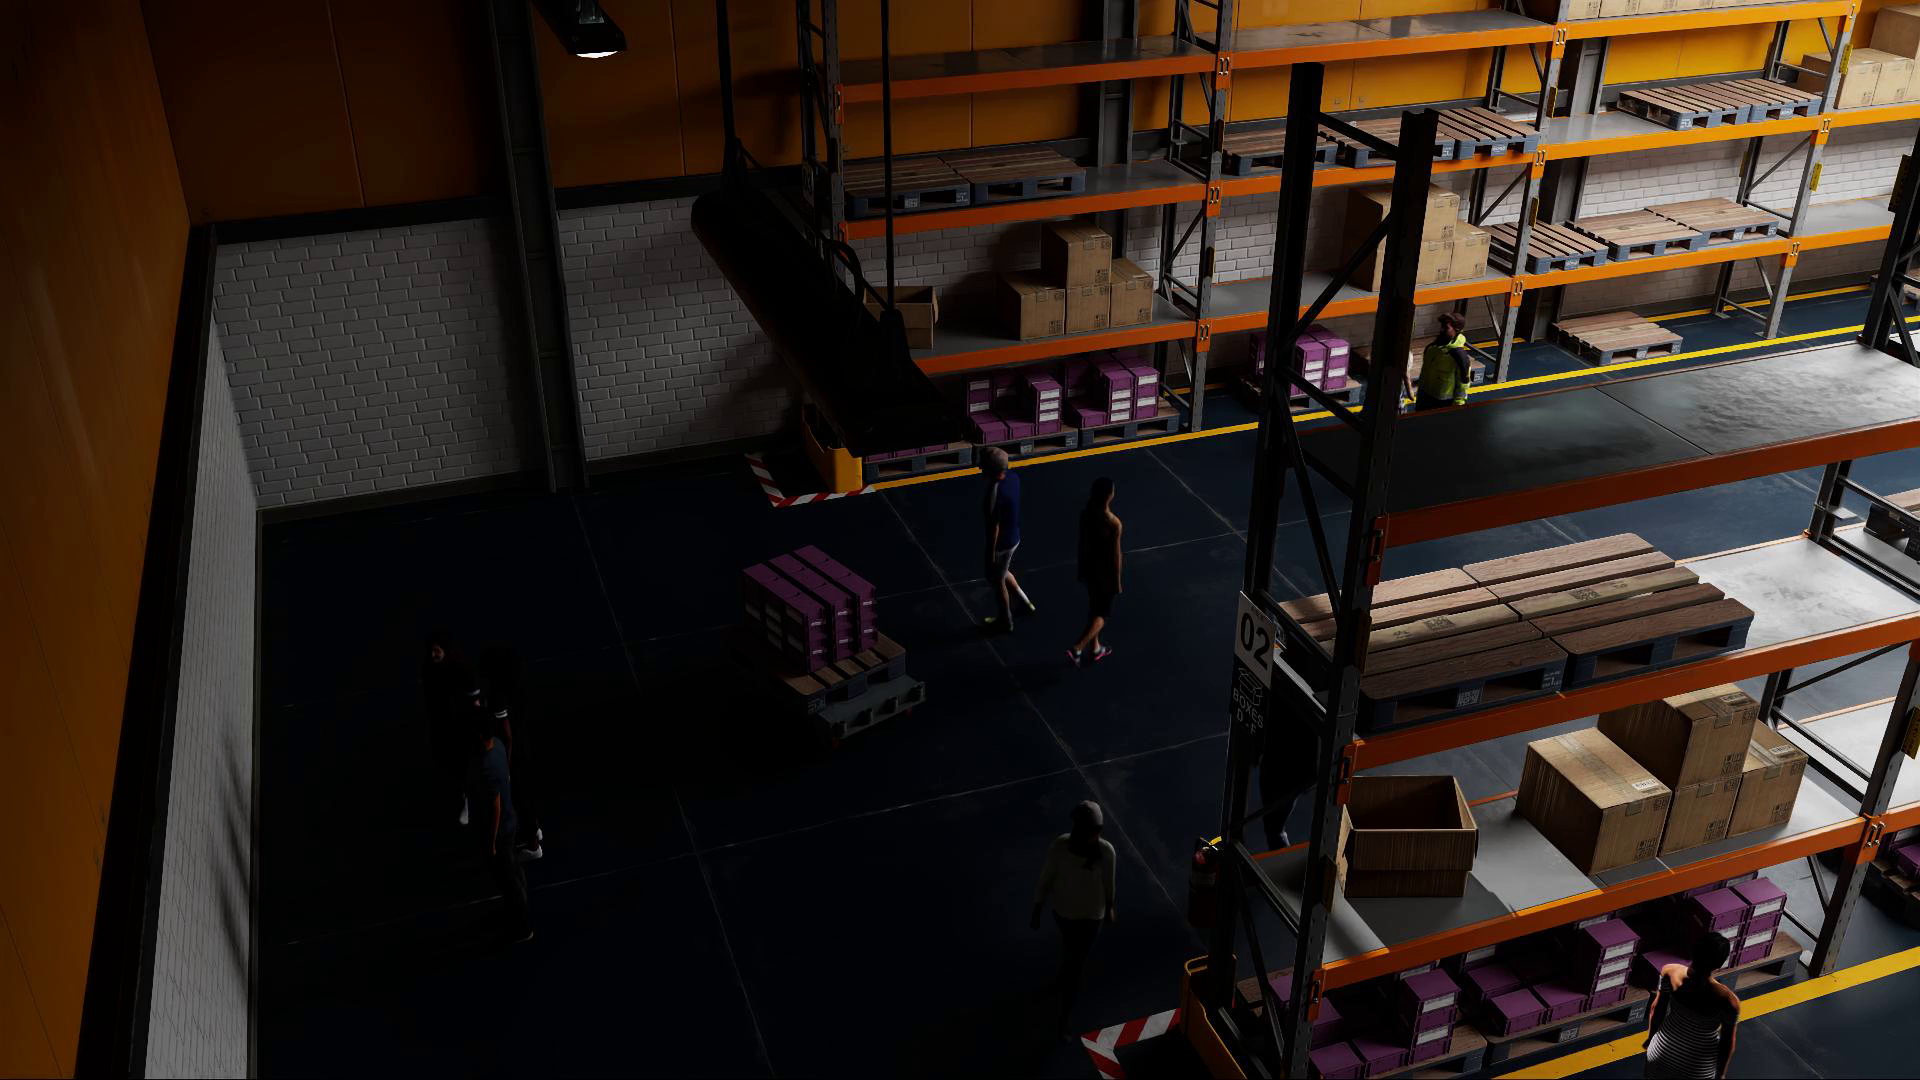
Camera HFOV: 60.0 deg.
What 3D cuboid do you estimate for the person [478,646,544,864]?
[{"bbox_3d":[-3.146,1.481,11.625,0.635,1.728,0.659,-3,29,-5],"label":"person"}]

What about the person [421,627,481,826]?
[{"bbox_3d":[-3.621,1.294,12.071,0.733,1.631,0.804,6,29,10],"label":"person"}]

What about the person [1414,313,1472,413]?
[{"bbox_3d":[4.776,-1.331,16.515,0.681,1.983,0.797,-14,32,-24],"label":"person"}]

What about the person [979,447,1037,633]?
[{"bbox_3d":[0.435,0.028,14.203,0.902,1.811,0.848,12,31,21],"label":"person"}]

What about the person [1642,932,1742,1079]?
[{"bbox_3d":[3.908,2.842,9.031,0.682,1.822,0.679,25,37,37],"label":"person"}]

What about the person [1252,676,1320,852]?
[{"bbox_3d":[2.267,1.564,11.372,0.669,1.825,0.736,-17,33,-29],"label":"person"}]

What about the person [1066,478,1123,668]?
[{"bbox_3d":[1.099,0.320,13.767,0.807,1.716,0.964,22,35,34],"label":"person"}]

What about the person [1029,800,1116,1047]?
[{"bbox_3d":[0.741,2.249,10.348,1.113,1.604,1.078,8,30,15],"label":"person"}]

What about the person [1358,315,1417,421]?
[{"bbox_3d":[4.360,-1.578,17.344,1.244,1.622,1.013,3,29,6],"label":"person"}]

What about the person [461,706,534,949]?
[{"bbox_3d":[-3.028,1.851,10.862,0.577,1.810,0.684,-6,29,-11],"label":"person"}]
